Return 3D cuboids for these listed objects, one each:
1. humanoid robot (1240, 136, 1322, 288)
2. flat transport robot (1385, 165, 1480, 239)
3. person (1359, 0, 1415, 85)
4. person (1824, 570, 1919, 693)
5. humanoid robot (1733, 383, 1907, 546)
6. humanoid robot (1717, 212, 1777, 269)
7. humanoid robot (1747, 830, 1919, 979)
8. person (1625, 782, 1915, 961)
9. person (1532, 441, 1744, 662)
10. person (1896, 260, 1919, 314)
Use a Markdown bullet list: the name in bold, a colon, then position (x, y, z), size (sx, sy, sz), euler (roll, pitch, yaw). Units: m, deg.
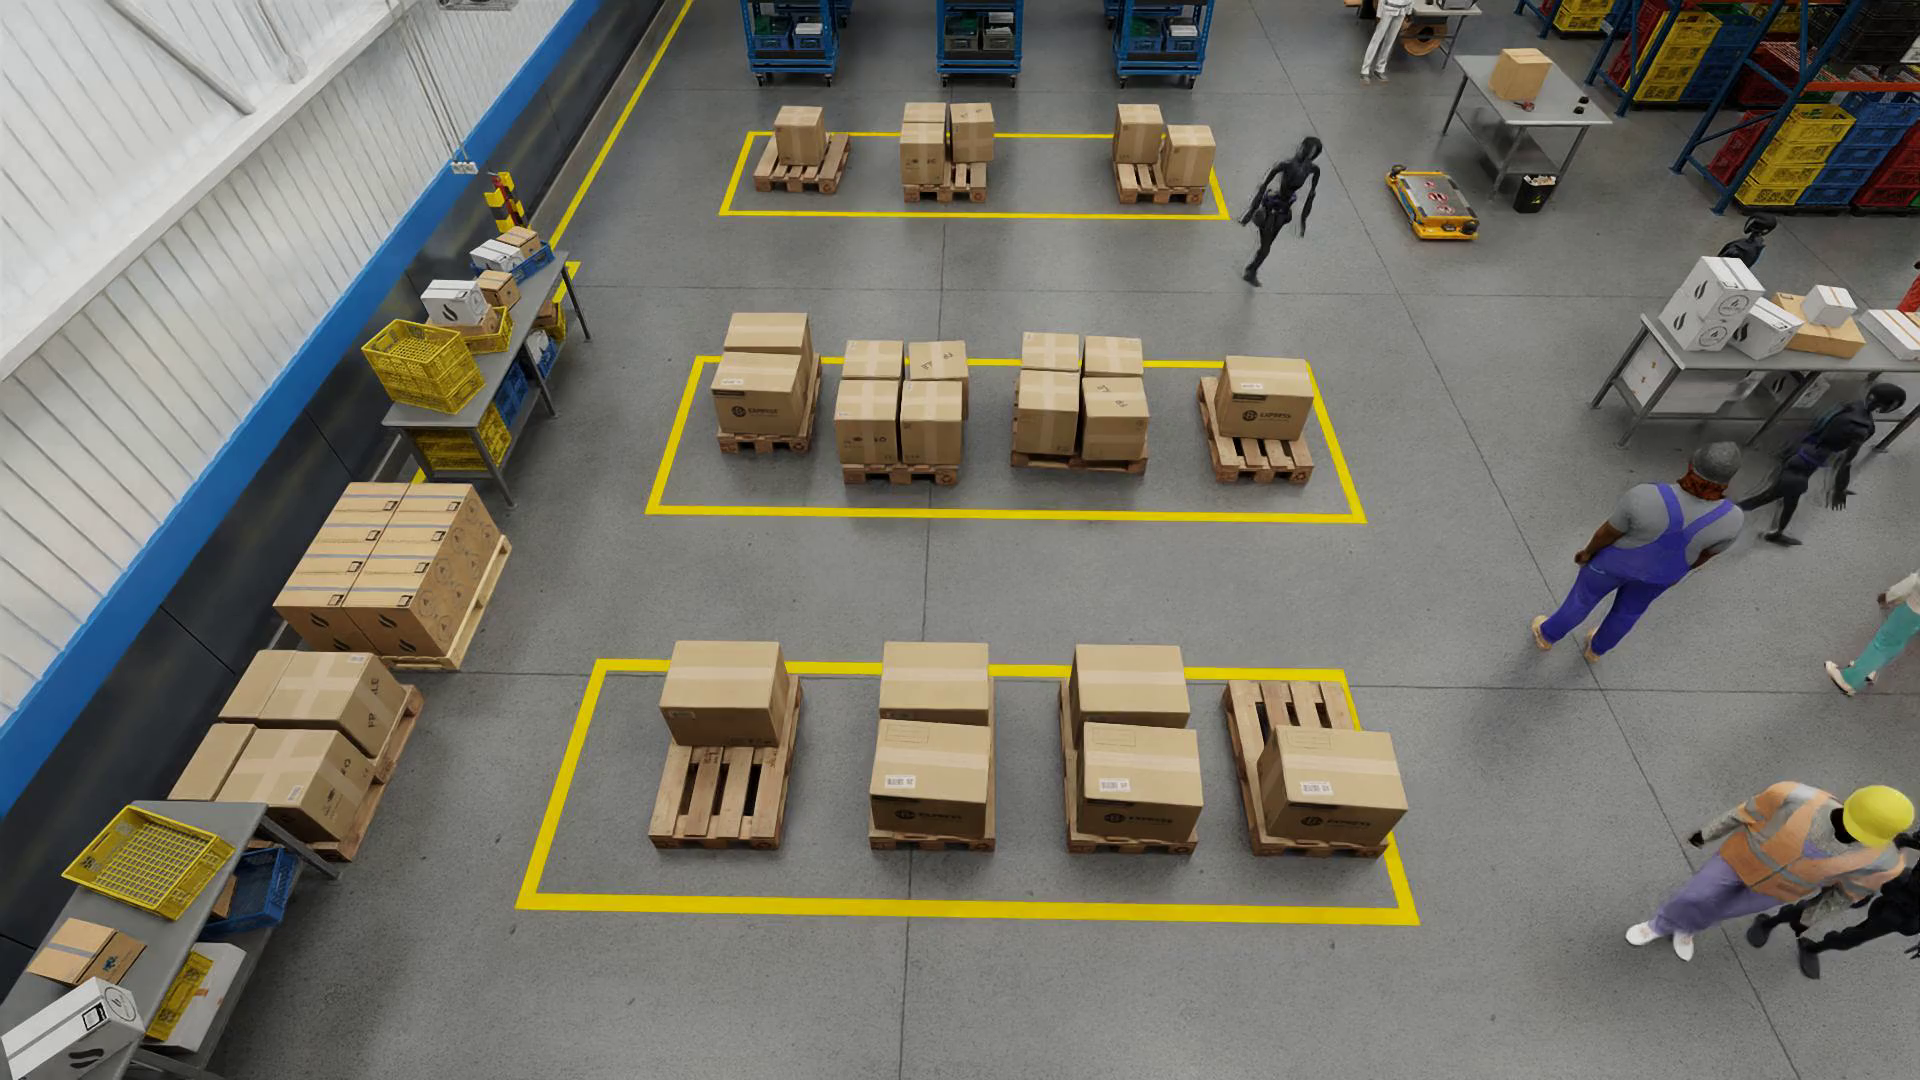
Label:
- **humanoid robot**: position (3.308, -3.405, 9.569), size (0.639, 1.621, 0.584), euler (-14, 51, -12)
- **flat transport robot**: position (5.692, -4.094, 11.059), size (0.652, 0.197, 1.431), euler (1, 49, 1)
- **person**: position (6.118, -7.441, 12.905), size (0.580, 1.883, 0.352), euler (-12, 50, -10)
- **person**: position (6.562, 0.426, 6.184), size (0.539, 1.746, 0.444), euler (10, 50, 8)
- **humanoid robot**: position (6.593, -0.581, 7.136), size (0.769, 1.620, 0.550), euler (29, 55, 23)
- **humanoid robot**: position (7.006, -2.289, 8.574), size (0.589, 1.657, 0.327), euler (-24, 53, -19)
- **humanoid robot**: position (4.981, 1.927, 4.933), size (0.587, 1.651, 0.325), euler (37, 58, 27)
- **person**: position (4.284, 1.791, 4.894), size (0.419, 1.909, 0.609), euler (-34, 57, -26)
- **person**: position (4.632, 0.092, 6.283), size (0.677, 2.000, 0.537), euler (17, 51, 14)
- **person**: position (9.544, -2.723, 8.750), size (0.620, 1.992, 0.395), euler (2, 49, 2)
